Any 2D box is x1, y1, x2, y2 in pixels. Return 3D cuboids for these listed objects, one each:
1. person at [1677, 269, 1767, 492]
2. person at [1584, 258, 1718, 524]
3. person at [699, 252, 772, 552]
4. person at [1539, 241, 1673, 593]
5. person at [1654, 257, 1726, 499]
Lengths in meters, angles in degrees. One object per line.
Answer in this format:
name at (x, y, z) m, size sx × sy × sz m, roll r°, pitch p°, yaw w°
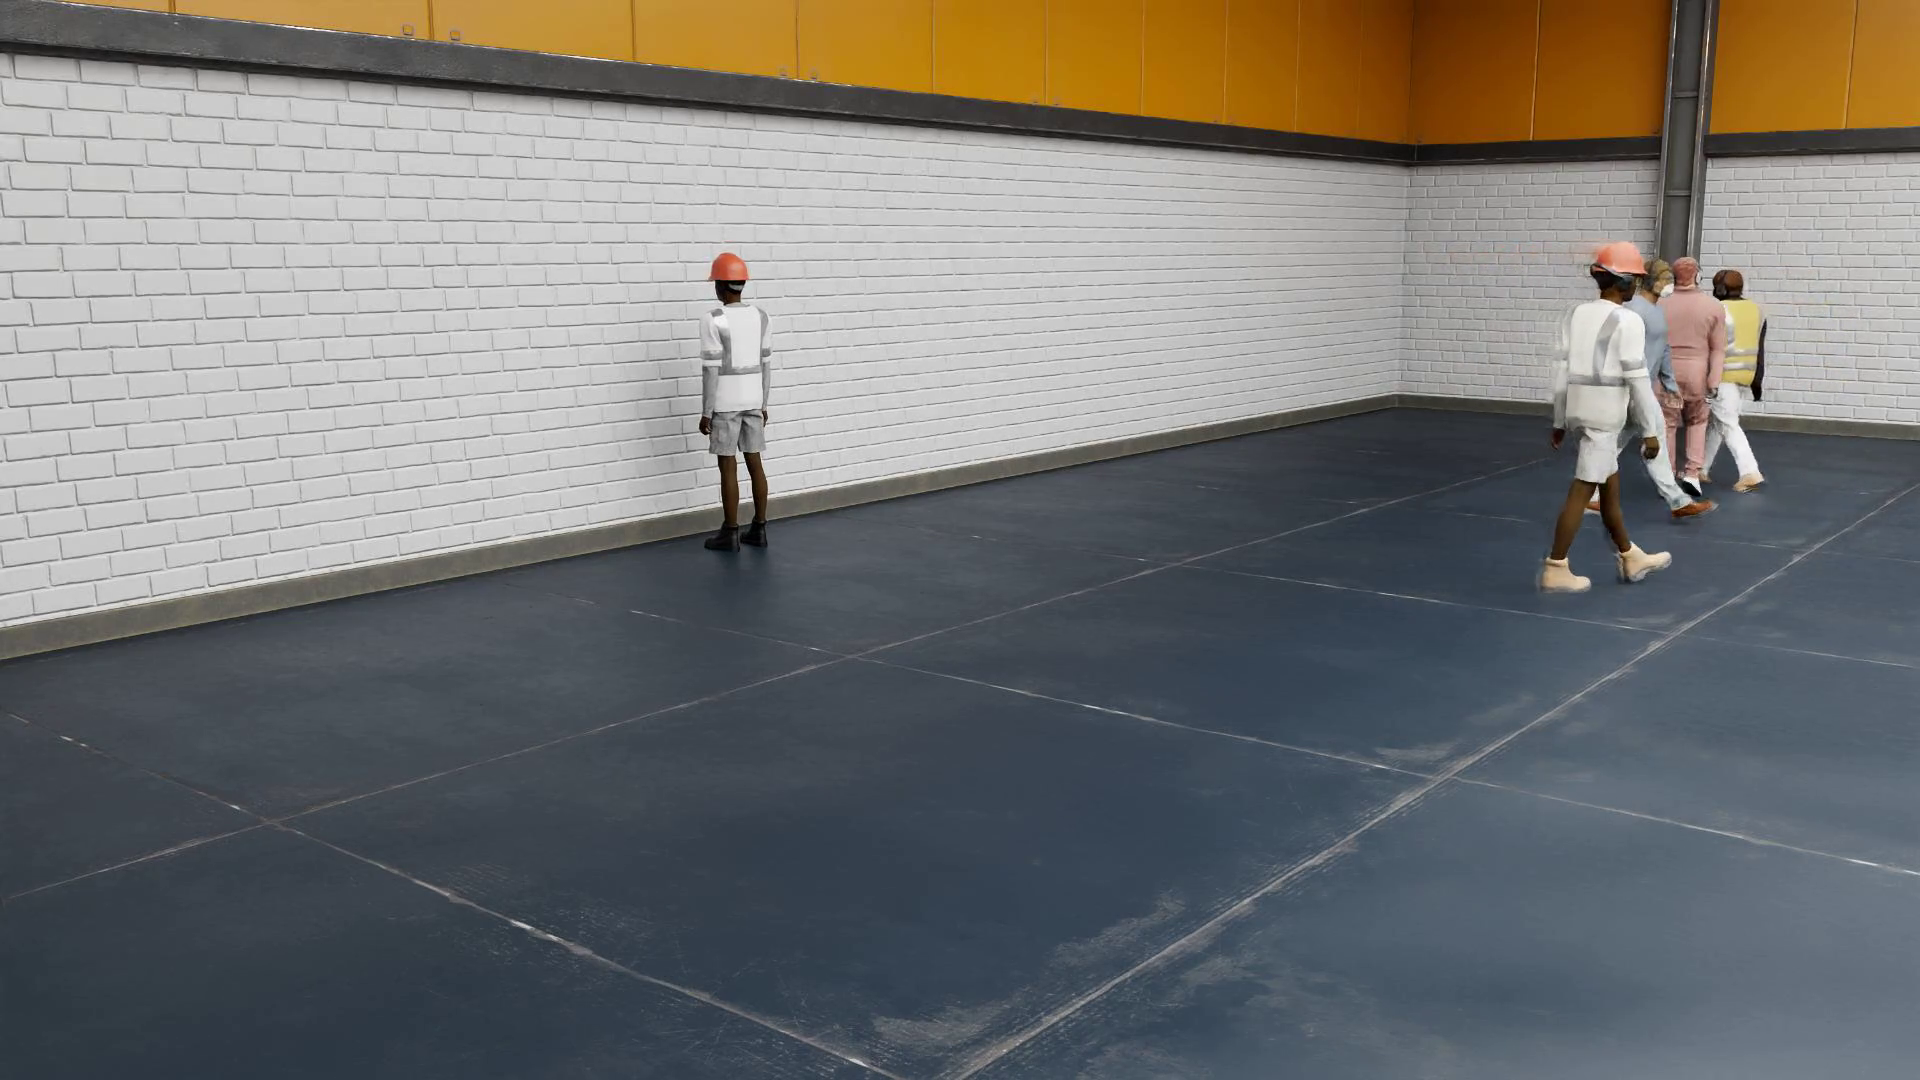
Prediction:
person at (6.288, -1.306, 13.579) m, size 0.629 × 1.798 × 0.967 m, roll -5°, pitch 11°, yaw -24°
person at (4.973, -1.067, 11.949) m, size 1.004 × 1.884 × 0.647 m, roll 7°, pitch 12°, yaw 33°
person at (-1.476, -0.892, 10.851) m, size 0.543 × 1.942 × 0.350 m, roll -10°, pitch 14°, yaw -44°
person at (3.794, -0.687, 9.536) m, size 0.983 × 2.000 × 0.640 m, roll -2°, pitch 10°, yaw -11°
person at (5.630, -1.259, 13.030) m, size 0.638 × 1.889 × 0.449 m, roll 5°, pitch 11°, yaw 25°
